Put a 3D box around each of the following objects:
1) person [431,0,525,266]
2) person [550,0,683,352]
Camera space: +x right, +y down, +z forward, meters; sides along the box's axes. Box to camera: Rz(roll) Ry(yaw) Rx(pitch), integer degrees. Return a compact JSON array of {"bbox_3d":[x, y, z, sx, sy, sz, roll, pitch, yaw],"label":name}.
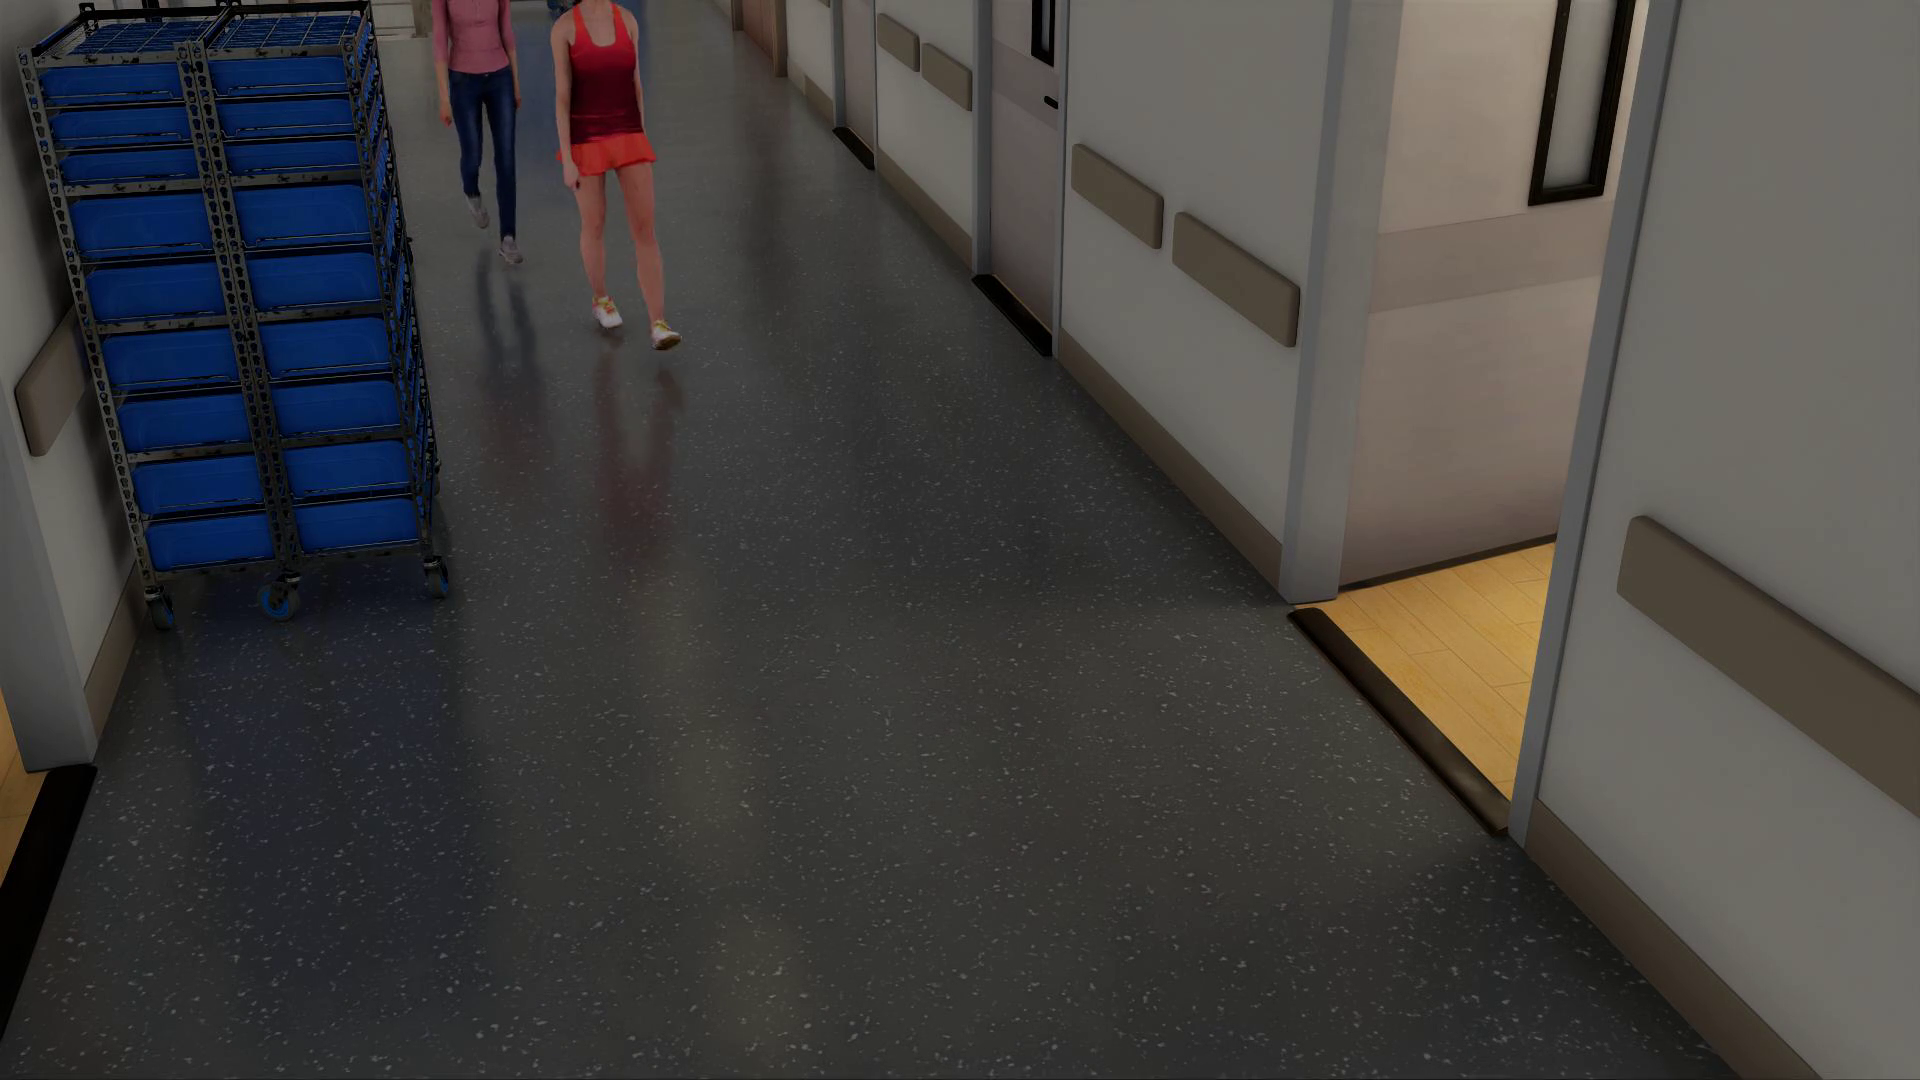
[{"bbox_3d":[-2.468,-2.321,8.509,0.738,1.716,1.118,-13,28,-24],"label":"person"},{"bbox_3d":[-1.565,-1.707,7.240,0.724,1.712,1.151,-13,28,-24],"label":"person"}]
